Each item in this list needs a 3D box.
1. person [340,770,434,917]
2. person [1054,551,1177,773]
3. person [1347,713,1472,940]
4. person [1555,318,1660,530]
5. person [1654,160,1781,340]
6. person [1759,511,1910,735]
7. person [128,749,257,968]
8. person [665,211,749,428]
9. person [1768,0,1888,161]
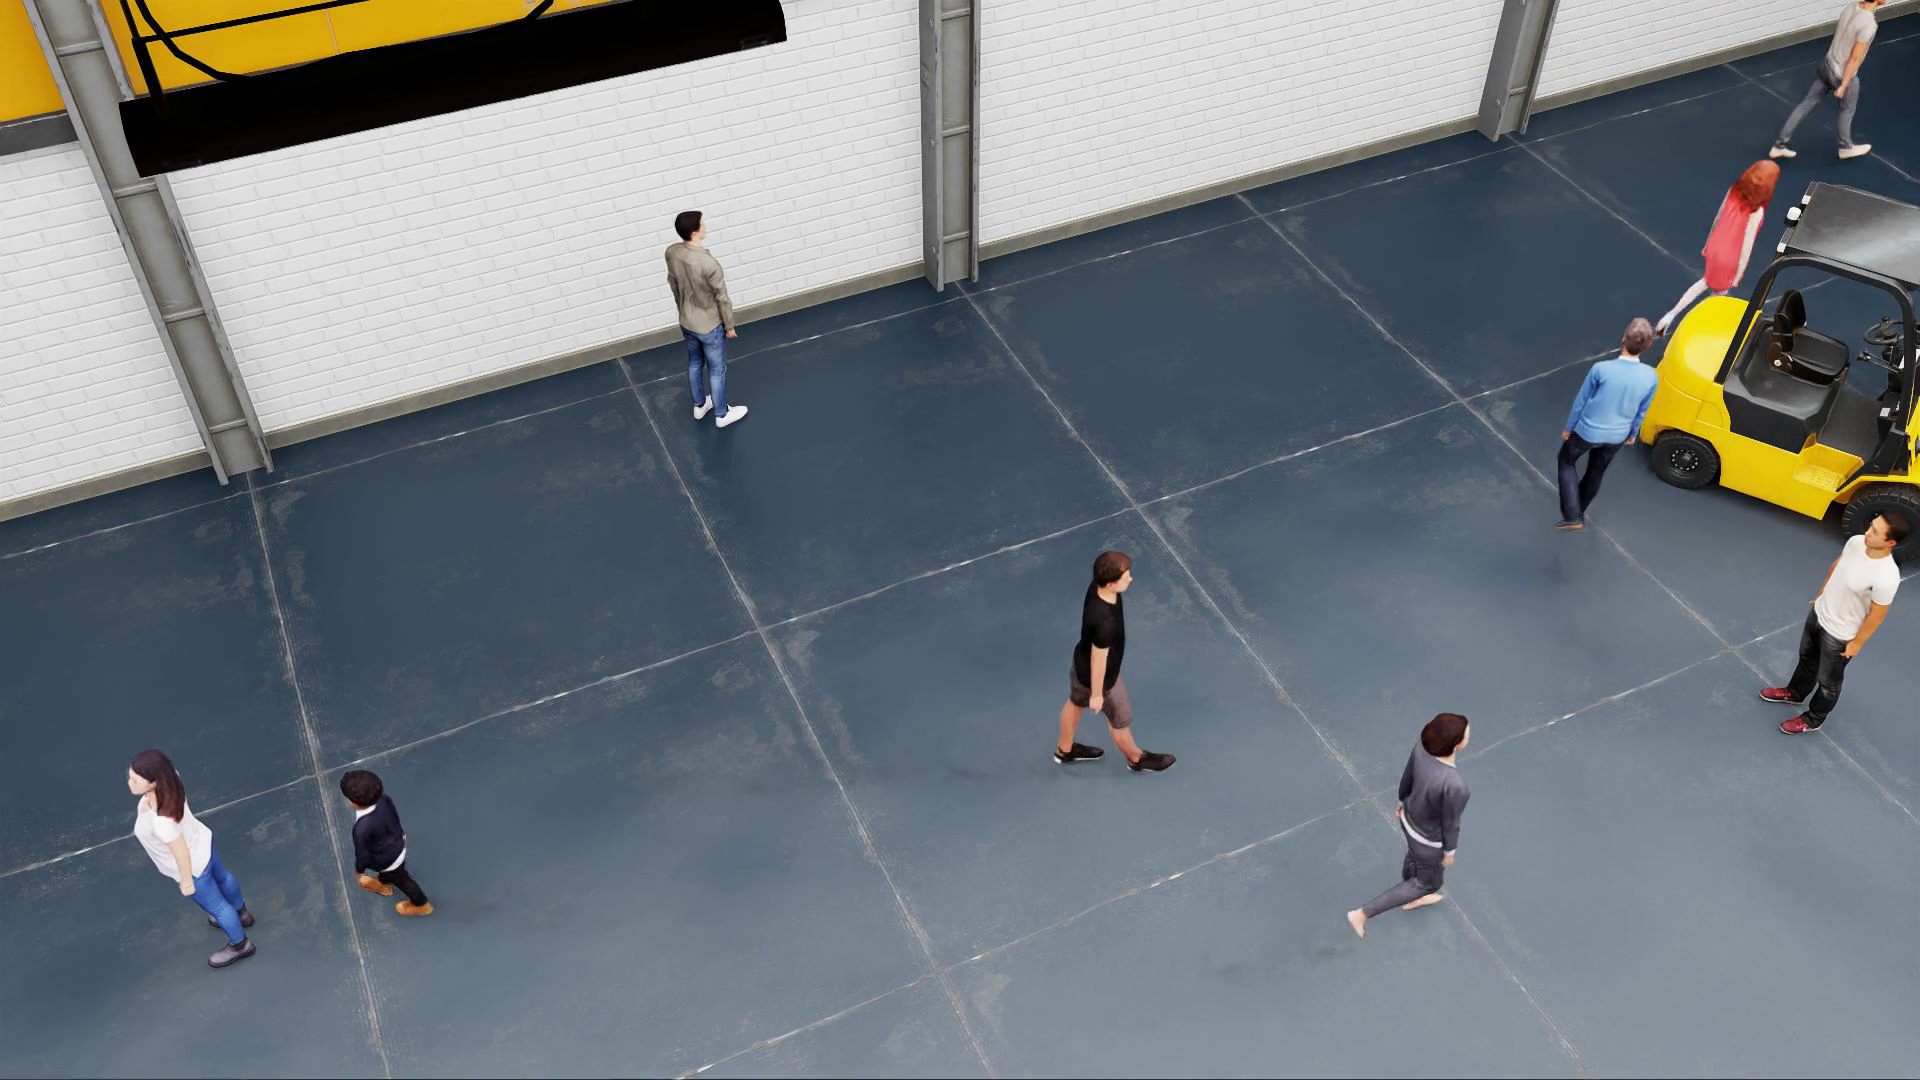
[{"bbox_3d":[-3.239,1.761,9.503,0.809,1.209,0.708,4,44,4],"label":"person"},{"bbox_3d":[0.753,0.758,10.097,1.120,1.841,0.946,-1,44,-1],"label":"person"},{"bbox_3d":[2.531,1.623,9.251,0.969,1.755,0.691,-13,45,-13],"label":"person"},{"bbox_3d":[4.521,-0.743,11.700,0.923,1.805,0.956,5,44,5],"label":"person"},{"bbox_3d":[5.993,-2.210,13.237,0.809,1.808,0.688,-12,45,-12],"label":"person"},{"bbox_3d":[5.515,0.508,10.387,0.658,1.803,0.709,-3,44,-4],"label":"person"},{"bbox_3d":[-4.230,1.748,9.173,0.563,1.683,0.631,-11,45,-12],"label":"person"},{"bbox_3d":[-1.967,-1.670,12.628,0.789,1.867,0.780,24,49,23],"label":"person"},{"bbox_3d":[8.066,-4.326,15.430,1.262,1.846,0.932,-5,44,-5],"label":"person"}]
